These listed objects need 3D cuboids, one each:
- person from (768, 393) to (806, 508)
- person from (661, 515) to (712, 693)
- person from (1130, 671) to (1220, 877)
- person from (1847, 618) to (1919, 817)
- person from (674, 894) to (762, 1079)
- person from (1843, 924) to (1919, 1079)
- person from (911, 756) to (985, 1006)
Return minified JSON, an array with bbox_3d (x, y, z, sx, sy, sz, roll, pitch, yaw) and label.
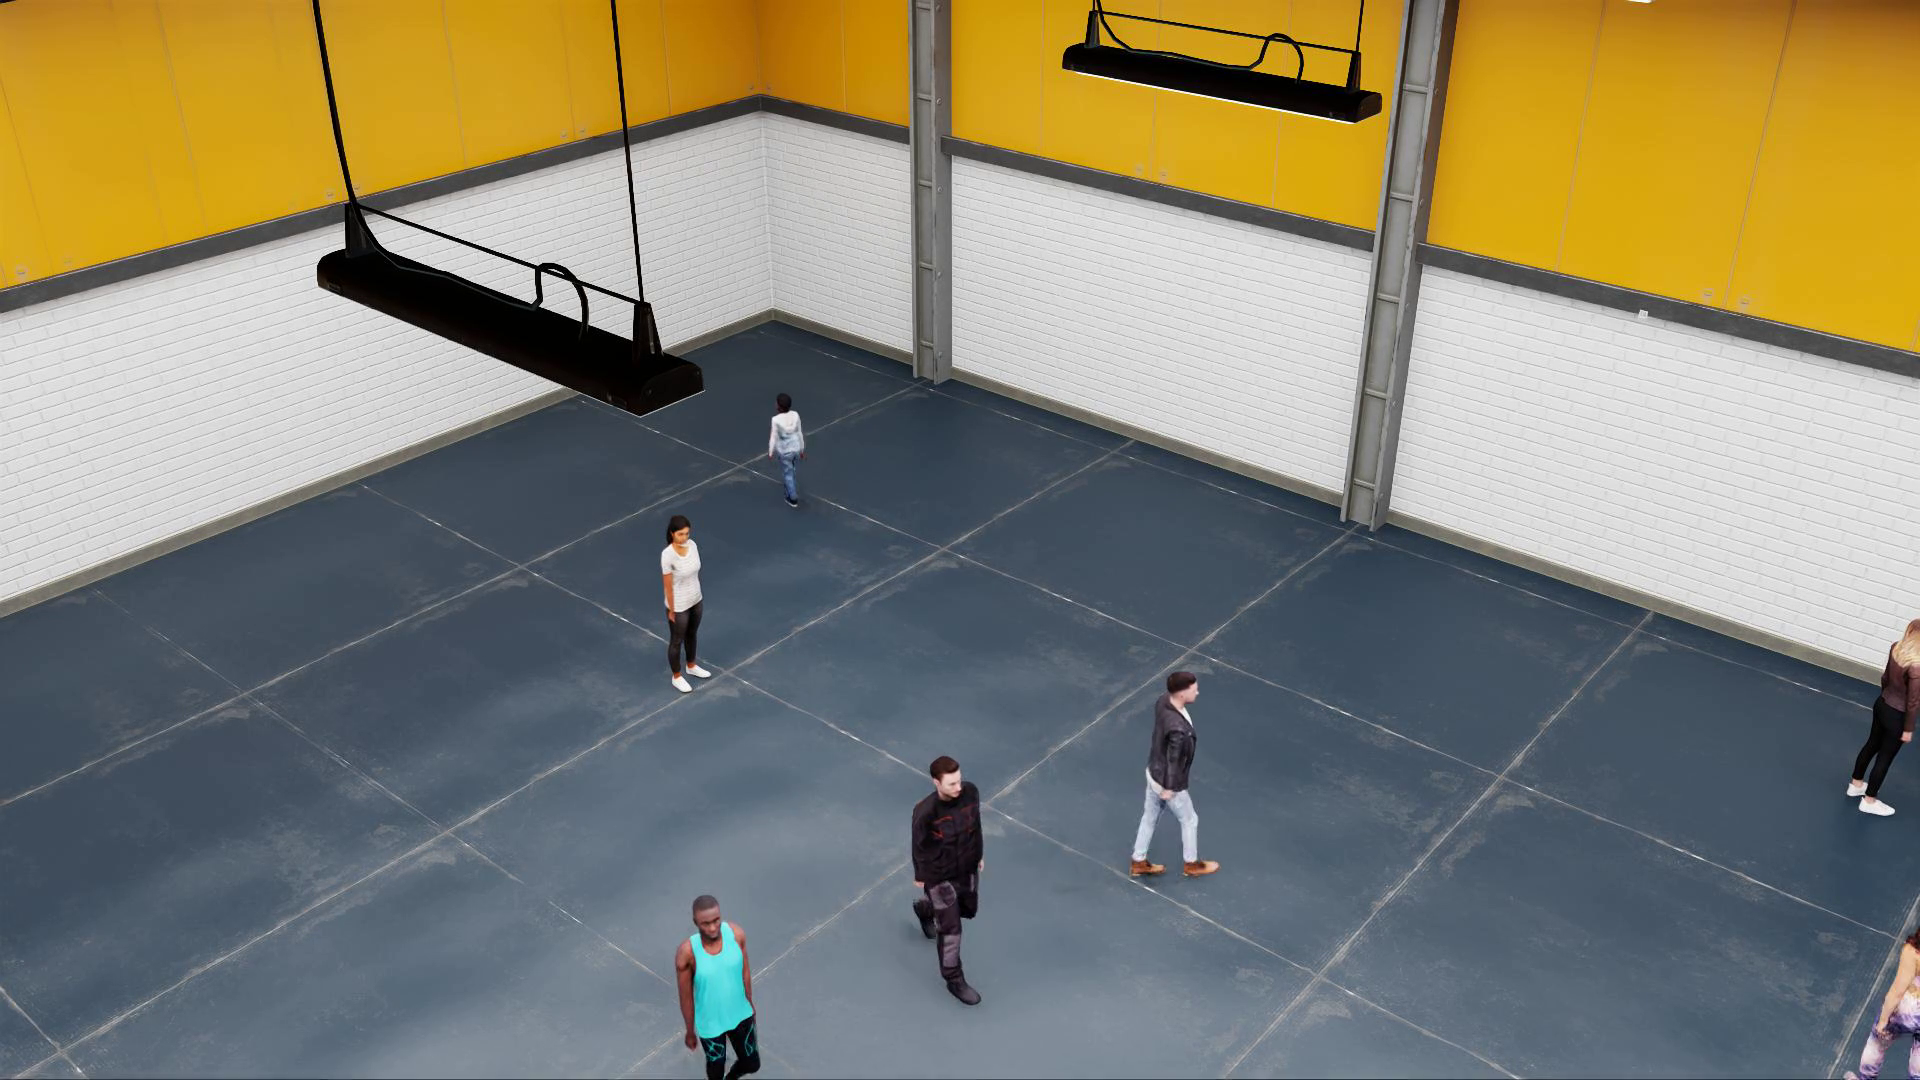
[{"bbox_3d":[-1.790,-0.936,17.561,0.624,1.245,0.758,-17,33,-28],"label":"person"},{"bbox_3d":[-2.412,0.525,14.469,0.542,1.642,0.583,18,33,30],"label":"person"},{"bbox_3d":[1.422,1.732,12.078,0.993,1.812,0.966,-7,29,-12],"label":"person"},{"bbox_3d":[7.235,1.344,12.901,0.701,1.705,0.676,2,29,3],"label":"person"},{"bbox_3d":[-1.481,2.826,10.091,0.738,1.796,0.766,-15,32,-25],"label":"person"},{"bbox_3d":[5.755,2.940,9.939,1.097,1.740,0.979,5,29,8],"label":"person"},{"bbox_3d":[-0.109,2.187,11.161,0.805,1.891,1.122,-22,35,-34],"label":"person"}]
